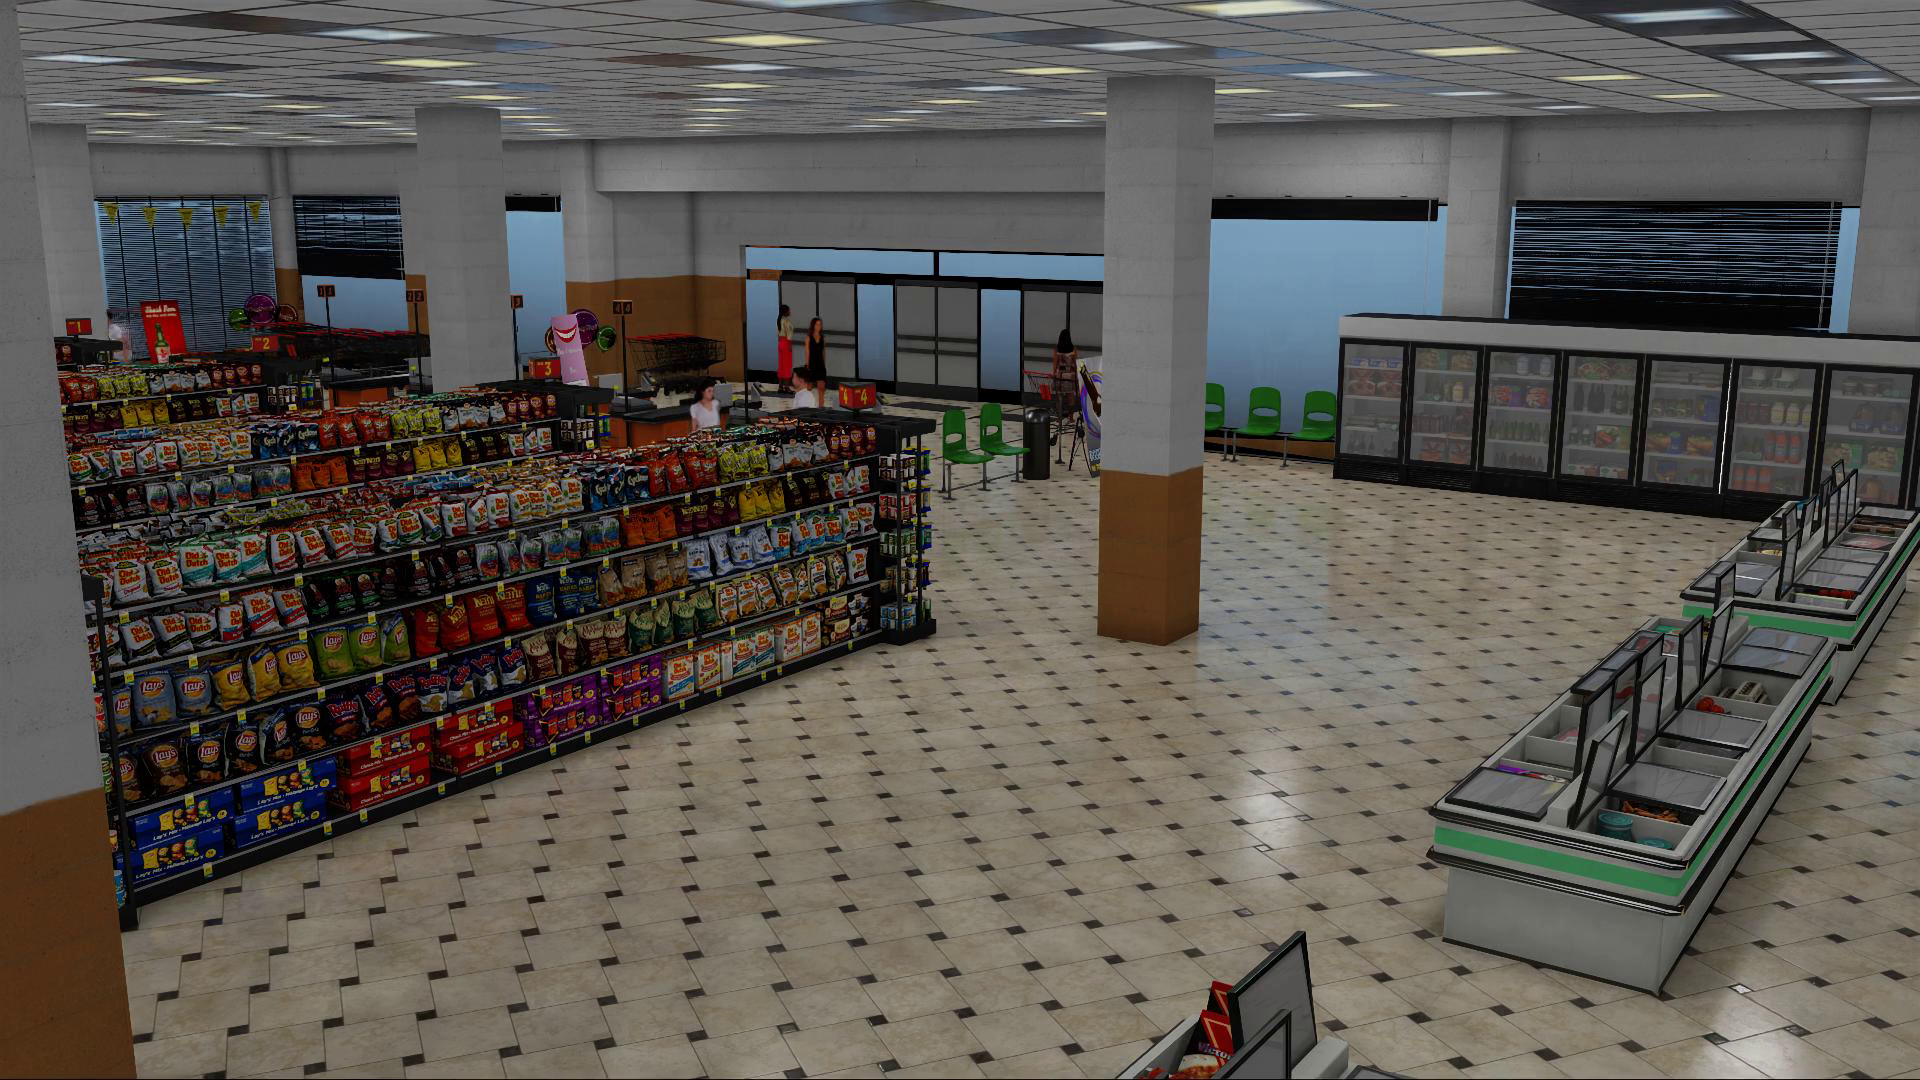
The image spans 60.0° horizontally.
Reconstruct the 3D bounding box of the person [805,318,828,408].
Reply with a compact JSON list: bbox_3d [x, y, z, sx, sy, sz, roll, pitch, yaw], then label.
[{"bbox_3d":[-2.598,-2.977,29.282,1.091,1.809,0.956,-7,14,-29],"label":"person"}]

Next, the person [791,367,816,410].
[{"bbox_3d":[-1.875,-1.259,21.022,0.950,1.851,1.023,1,12,7],"label":"person"}]

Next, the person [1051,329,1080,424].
[{"bbox_3d":[1.851,-2.889,29.261,0.723,1.645,0.739,0,12,-1],"label":"person"}]

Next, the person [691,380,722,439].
[{"bbox_3d":[-3.294,-1.222,21.320,0.602,1.655,0.760,-12,17,-44],"label":"person"}]

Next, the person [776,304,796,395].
[{"bbox_3d":[-3.508,-3.821,33.330,0.619,1.793,0.652,-9,15,-38],"label":"person"}]

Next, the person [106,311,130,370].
[{"bbox_3d":[-15.634,-3.348,30.994,0.736,1.829,0.722,9,15,37],"label":"person"}]

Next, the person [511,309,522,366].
[{"bbox_3d":[-9.027,-3.766,33.050,1.124,1.801,1.170,0,12,2],"label":"person"}]
